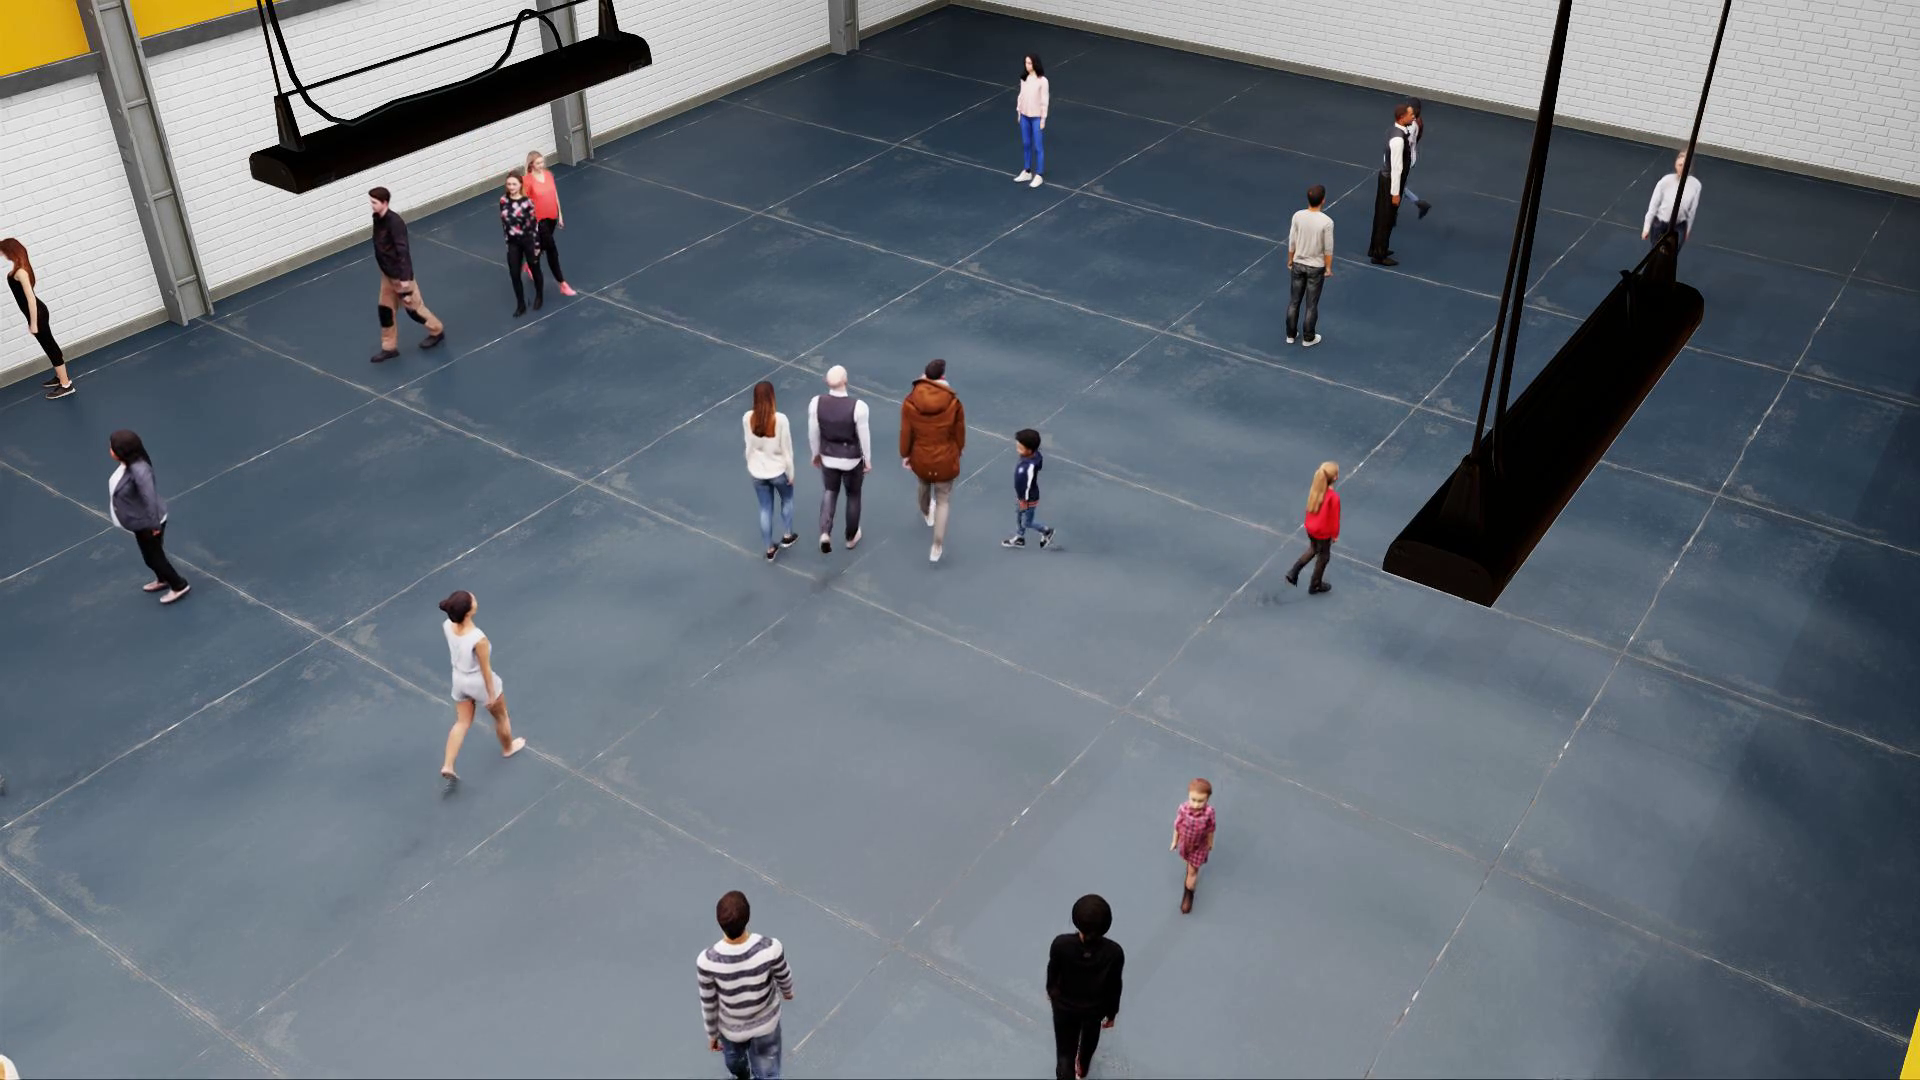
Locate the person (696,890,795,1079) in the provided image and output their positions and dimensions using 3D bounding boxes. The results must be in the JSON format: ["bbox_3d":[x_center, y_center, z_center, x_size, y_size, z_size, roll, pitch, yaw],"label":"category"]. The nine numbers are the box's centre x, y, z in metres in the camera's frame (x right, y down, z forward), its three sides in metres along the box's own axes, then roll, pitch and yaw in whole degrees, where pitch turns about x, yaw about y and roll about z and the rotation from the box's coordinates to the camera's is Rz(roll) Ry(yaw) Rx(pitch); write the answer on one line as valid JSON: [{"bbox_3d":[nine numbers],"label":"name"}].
[{"bbox_3d":[-1.174,2.778,9.301,1.112,1.806,1.205,-3,34,-4],"label":"person"}]

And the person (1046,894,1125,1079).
[{"bbox_3d":[0.686,2.725,9.525,0.946,1.648,1.143,2,34,3],"label":"person"}]

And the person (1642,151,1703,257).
[{"bbox_3d":[8.036,-3.557,18.863,0.866,1.773,1.256,12,35,17],"label":"person"}]

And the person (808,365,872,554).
[{"bbox_3d":[-1.055,-0.637,14.442,0.898,1.804,1.042,8,34,11],"label":"person"}]

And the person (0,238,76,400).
[{"bbox_3d":[-9.445,-2.297,17.013,0.651,1.722,0.647,-16,37,-23],"label":"person"}]

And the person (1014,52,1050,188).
[{"bbox_3d":[0.963,-5.529,21.835,0.686,1.768,0.600,29,43,36],"label":"person"}]

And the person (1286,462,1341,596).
[{"bbox_3d":[3.004,-0.076,14.077,0.745,1.272,0.655,-14,36,-20],"label":"person"}]

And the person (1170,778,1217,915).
[{"bbox_3d":[1.586,1.985,11.216,0.559,1.008,0.781,11,35,16],"label":"person"}]

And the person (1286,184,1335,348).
[{"bbox_3d":[3.756,-2.957,17.926,0.654,1.811,0.540,20,39,28],"label":"person"}]

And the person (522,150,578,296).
[{"bbox_3d":[-4.865,-3.677,19.157,0.653,1.648,1.099,22,39,29],"label":"person"}]

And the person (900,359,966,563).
[{"bbox_3d":[-0.223,-0.657,14.483,1.033,1.791,1.256,3,34,5],"label":"person"}]

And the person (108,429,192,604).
[{"bbox_3d":[-6.829,-0.208,13.988,0.767,1.592,0.765,-21,39,-28],"label":"person"}]

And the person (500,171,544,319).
[{"bbox_3d":[-4.880,-3.371,18.684,0.793,1.661,0.909,4,34,7],"label":"person"}]

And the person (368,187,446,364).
[{"bbox_3d":[-5.905,-2.853,17.692,0.794,1.897,1.114,27,42,34],"label":"person"}]

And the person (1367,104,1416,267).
[{"bbox_3d":[5.117,-4.233,19.748,0.840,1.918,0.718,2,34,3],"label":"person"}]

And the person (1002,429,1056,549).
[{"bbox_3d":[0.635,-0.425,14.658,0.784,1.211,0.726,-4,34,-5],"label":"person"}]

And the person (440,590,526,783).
[{"bbox_3d":[-3.583,1.075,12.063,0.665,1.585,1.005,16,37,22],"label":"person"}]

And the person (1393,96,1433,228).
[{"bbox_3d":[5.571,-4.637,20.550,0.860,1.704,0.908,9,35,14],"label":"person"}]

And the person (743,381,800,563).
[{"bbox_3d":[-1.666,-0.552,14.431,0.741,1.673,0.786,7,34,11],"label":"person"}]
